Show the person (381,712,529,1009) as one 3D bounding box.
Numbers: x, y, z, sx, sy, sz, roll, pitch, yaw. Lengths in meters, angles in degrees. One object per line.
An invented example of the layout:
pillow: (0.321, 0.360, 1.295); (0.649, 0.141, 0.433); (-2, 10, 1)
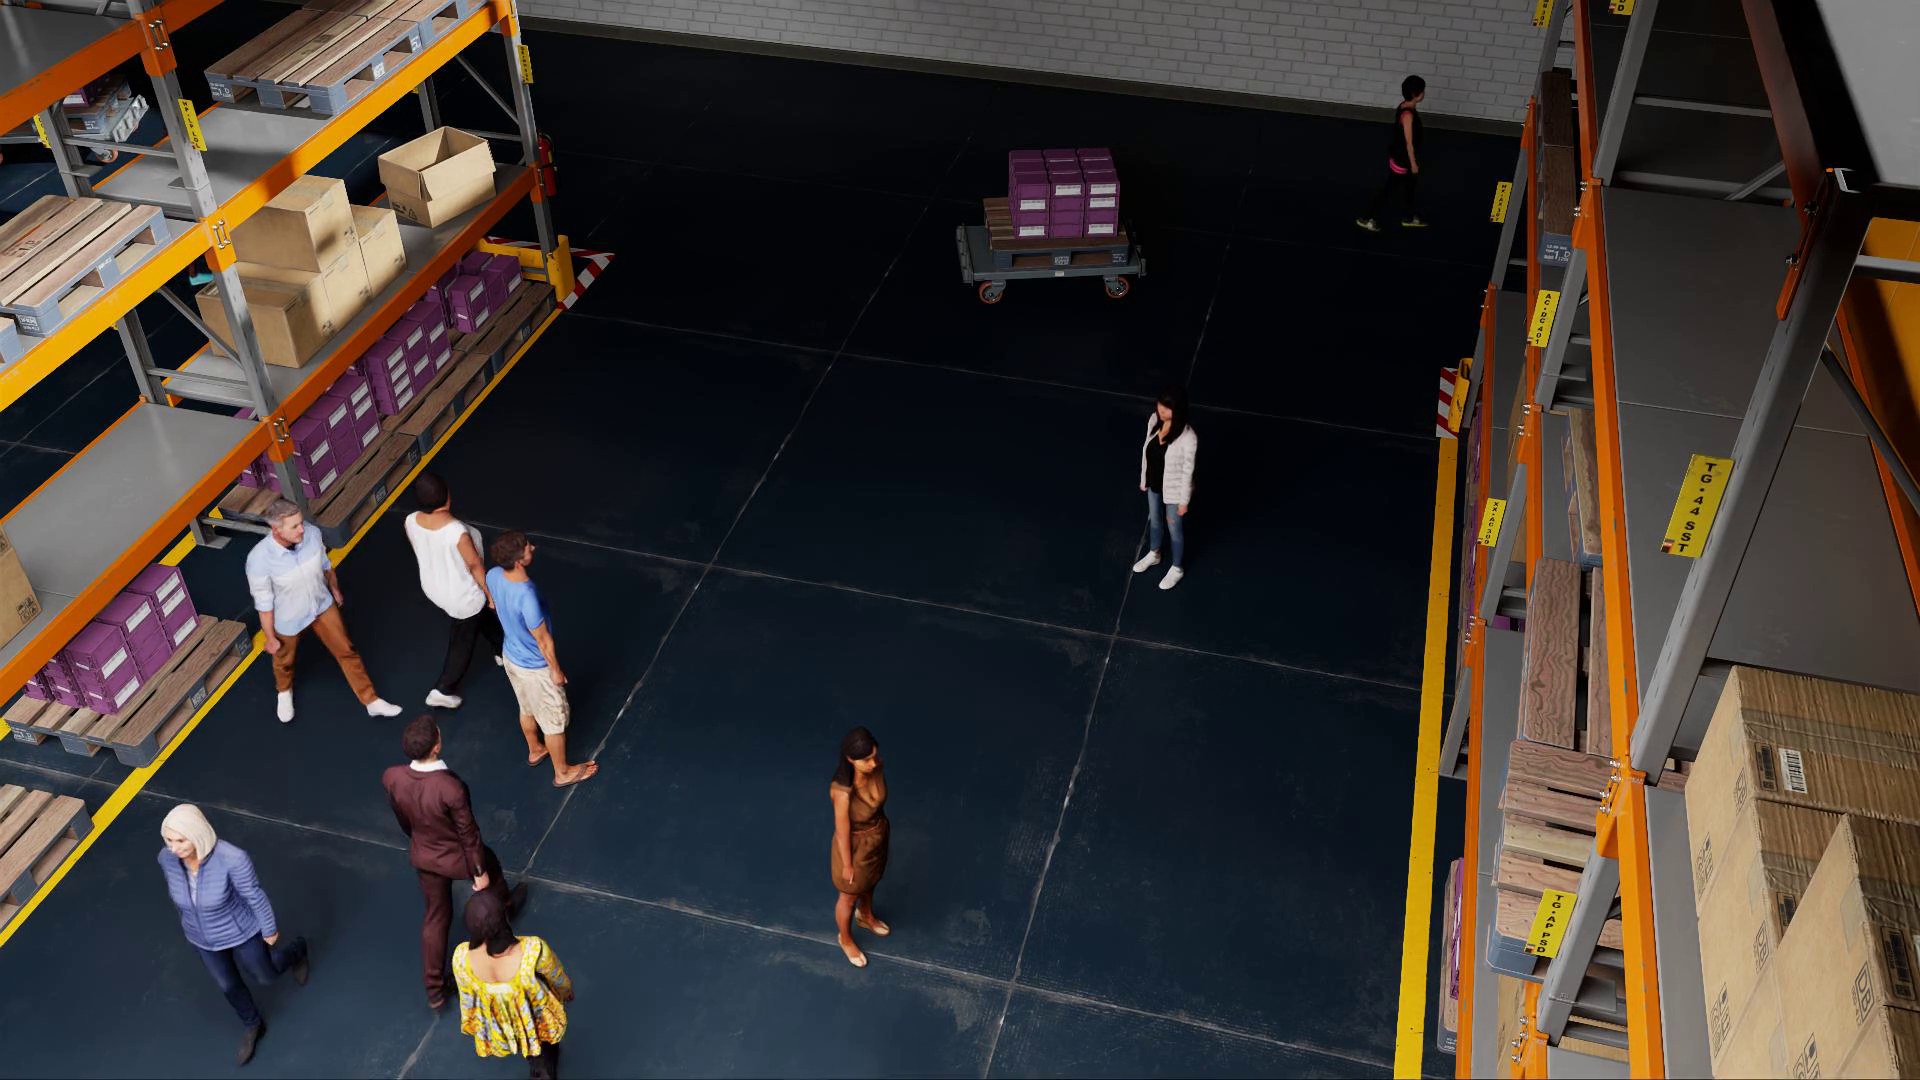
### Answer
person: (-2.743, 1.710, 8.772); (0.692, 1.823, 1.148); (10, 40, 12)

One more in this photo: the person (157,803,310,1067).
person: (-3.751, 1.927, 8.572); (0.731, 1.732, 0.949); (4, 39, 5)

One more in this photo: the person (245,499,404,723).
person: (-4.177, 0.424, 10.424); (1.083, 1.770, 1.173); (29, 47, 31)

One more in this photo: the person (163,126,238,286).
person: (-6.901, -3.031, 14.814); (0.880, 1.690, 0.887); (-13, 40, -16)

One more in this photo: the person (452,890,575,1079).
person: (-2.148, 2.389, 8.089); (0.842, 1.614, 1.119); (3, 39, 4)

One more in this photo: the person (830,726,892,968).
person: (-0.534, 1.633, 8.977); (0.677, 1.686, 0.525); (19, 42, 22)

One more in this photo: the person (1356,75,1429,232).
person: (4.107, -3.602, 15.660); (0.626, 1.527, 0.856); (7, 39, 9)

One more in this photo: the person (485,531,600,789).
person: (-2.576, 0.708, 9.994); (0.745, 1.863, 0.741); (-32, 48, -33)

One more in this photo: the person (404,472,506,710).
person: (-3.260, 0.345, 10.620); (0.960, 1.648, 1.213); (25, 45, 28)

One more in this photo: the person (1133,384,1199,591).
person: (1.454, -0.397, 11.561); (0.727, 1.634, 0.704); (-29, 47, -31)
